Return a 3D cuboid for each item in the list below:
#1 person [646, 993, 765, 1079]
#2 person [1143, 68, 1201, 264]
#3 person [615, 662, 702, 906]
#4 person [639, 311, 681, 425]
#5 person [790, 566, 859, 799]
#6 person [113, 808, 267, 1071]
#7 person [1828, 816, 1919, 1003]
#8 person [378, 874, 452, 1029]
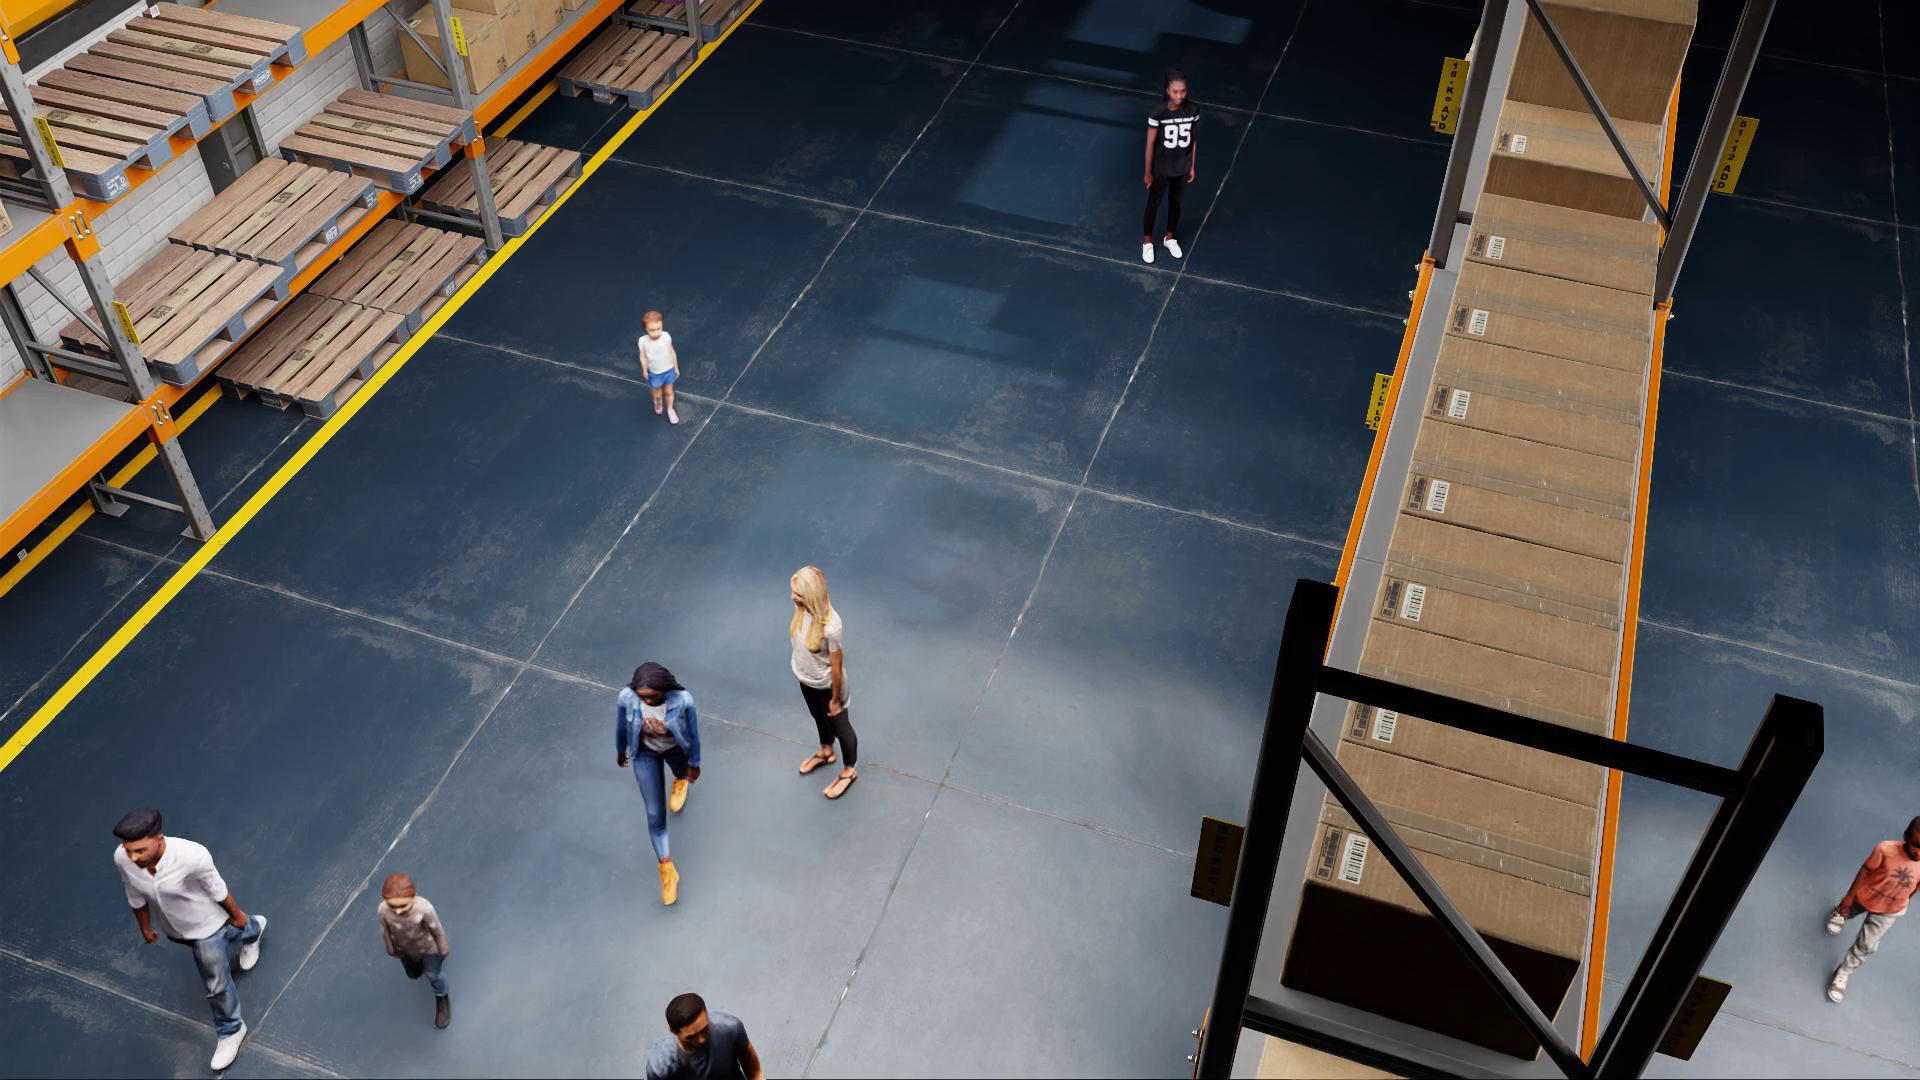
[{"bbox_3d":[-1.252,2.658,8.087,1.220,1.757,1.127,-29,51,-27],"label":"person"},{"bbox_3d":[1.800,-3.203,14.260,0.712,1.729,0.743,-11,45,-11],"label":"person"},{"bbox_3d":[-1.710,1.189,9.708,1.045,1.648,1.324,-2,44,-2],"label":"person"},{"bbox_3d":[-2.322,-1.367,12.851,0.535,1.014,0.596,-14,45,-14],"label":"person"},{"bbox_3d":[-0.812,0.823,9.963,0.669,1.826,0.665,-33,53,-30],"label":"person"},{"bbox_3d":[-4.046,1.924,8.841,0.856,1.780,1.210,4,44,5],"label":"person"},{"bbox_3d":[5.076,1.913,9.201,0.598,1.298,0.933,24,49,23],"label":"person"},{"bbox_3d":[-2.937,2.154,9.031,0.604,1.185,0.730,1,44,1],"label":"person"}]
